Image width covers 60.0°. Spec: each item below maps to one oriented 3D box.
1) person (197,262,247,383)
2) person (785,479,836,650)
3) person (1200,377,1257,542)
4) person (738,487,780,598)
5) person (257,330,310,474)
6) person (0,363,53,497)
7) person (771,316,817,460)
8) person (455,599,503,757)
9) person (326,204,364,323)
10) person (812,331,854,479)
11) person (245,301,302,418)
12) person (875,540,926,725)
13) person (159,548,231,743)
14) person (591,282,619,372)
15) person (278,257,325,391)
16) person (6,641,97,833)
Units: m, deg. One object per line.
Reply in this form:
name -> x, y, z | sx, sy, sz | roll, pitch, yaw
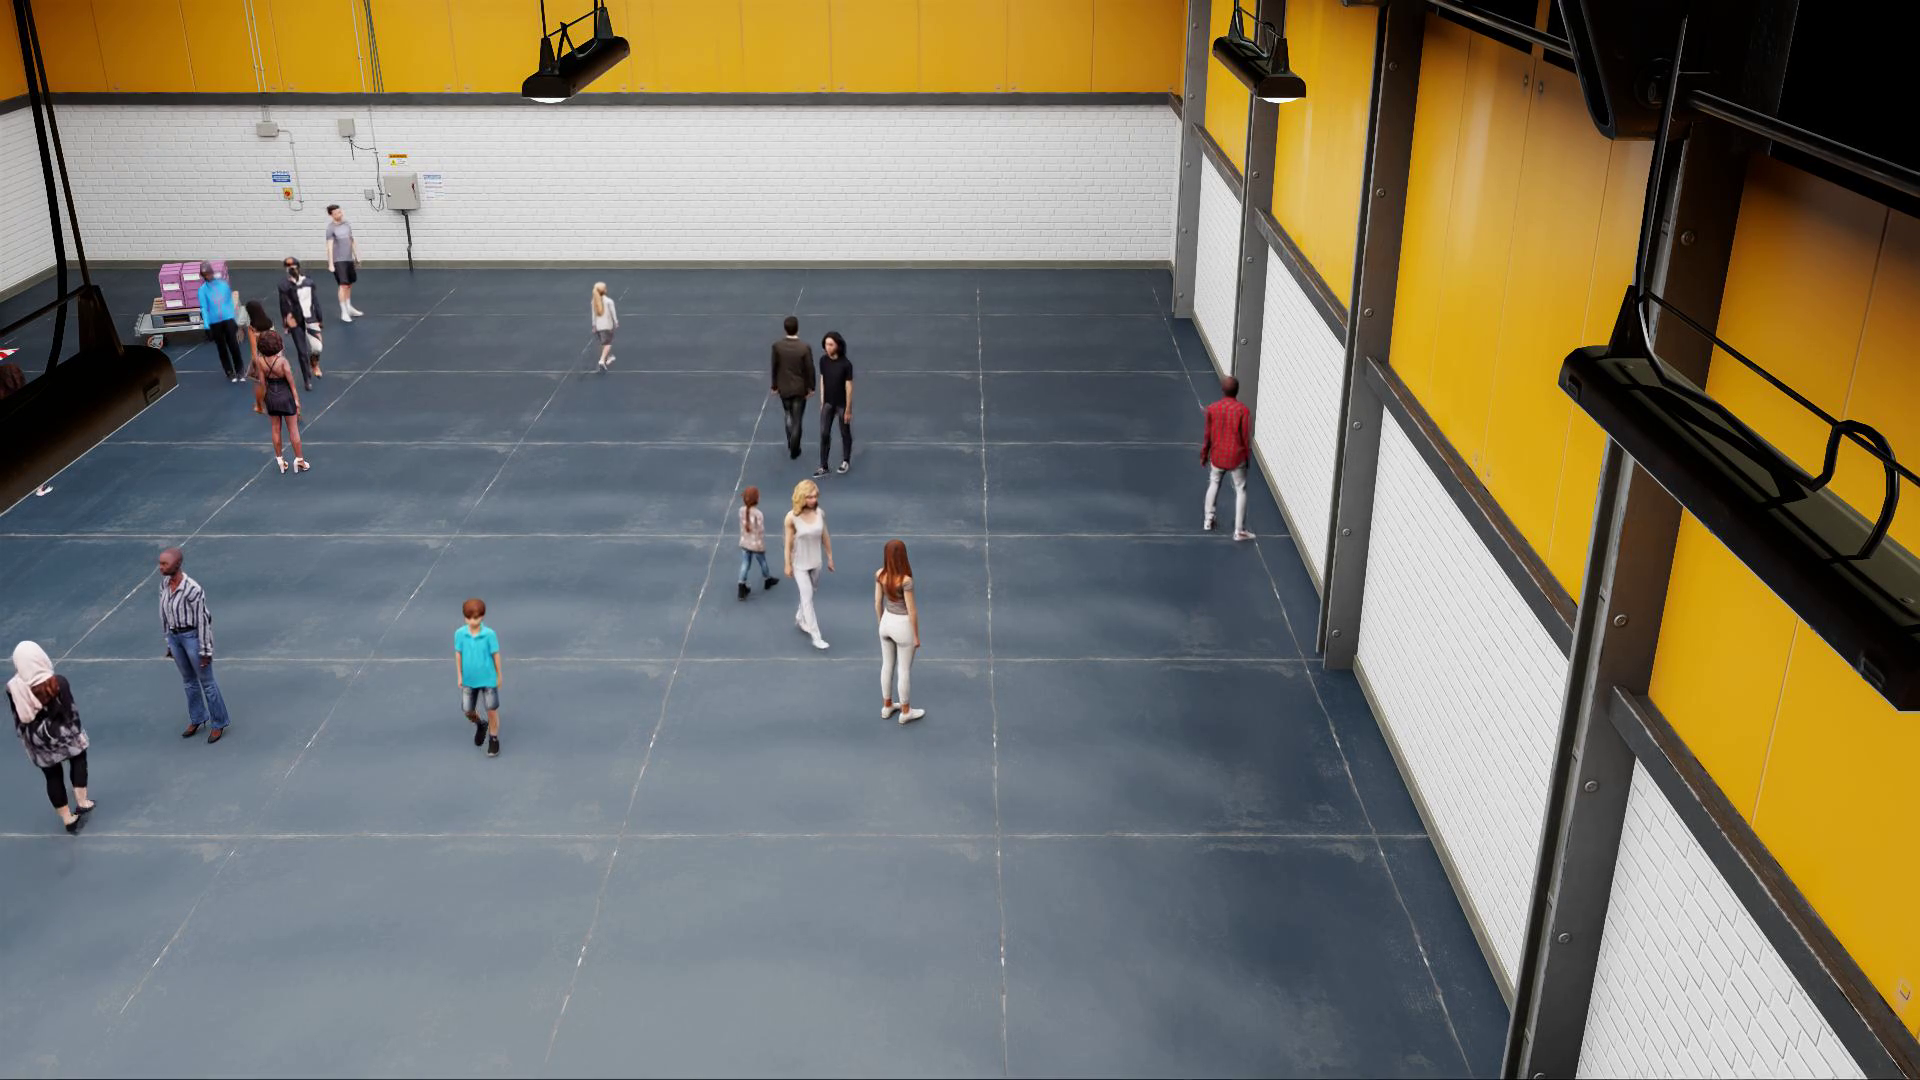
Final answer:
person -> -10.396, -3.069, 23.423 | 0.830, 1.764, 0.779 | 21, 31, 40
person -> -1.510, 0.180, 16.137 | 0.939, 1.648, 1.037 | -17, 29, -34
person -> 2.953, -0.927, 18.476 | 1.074, 1.803, 1.066 | 14, 27, 29
person -> -2.165, 0.034, 17.061 | 0.716, 1.176, 0.843 | 14, 27, 28
person -> -8.262, -1.681, 20.218 | 0.570, 1.789, 0.542 | 1, 24, 3
person -> -11.035, -1.300, 19.565 | 0.572, 1.615, 0.570 | 0, 24, 0
person -> -2.094, -1.871, 20.642 | 0.775, 1.797, 0.774 | 4, 24, 9
person -> -4.093, 1.134, 14.213 | 0.534, 1.440, 0.565 | -1, 24, -2
person -> -9.871, -4.443, 26.462 | 0.959, 1.850, 0.838 | 4, 24, 9
person -> -1.442, -1.688, 20.202 | 0.916, 1.815, 1.055 | 11, 26, 24
person -> -9.086, -2.342, 21.971 | 1.114, 1.595, 1.158 | 16, 28, 33
person -> -0.558, 0.796, 14.633 | 0.670, 1.724, 0.701 | 17, 29, 33
person -> -6.633, 0.893, 14.323 | 0.701, 1.795, 0.668 | 9, 25, 20
person -> -5.176, -3.090, 24.106 | 0.665, 1.258, 0.896 | 8, 25, 17
person -> -9.191, -3.051, 23.242 | 0.863, 1.878, 0.922 | -12, 26, -26
person -> -7.115, 1.567, 12.994 | 0.729, 1.624, 0.755 | -6, 24, -13
